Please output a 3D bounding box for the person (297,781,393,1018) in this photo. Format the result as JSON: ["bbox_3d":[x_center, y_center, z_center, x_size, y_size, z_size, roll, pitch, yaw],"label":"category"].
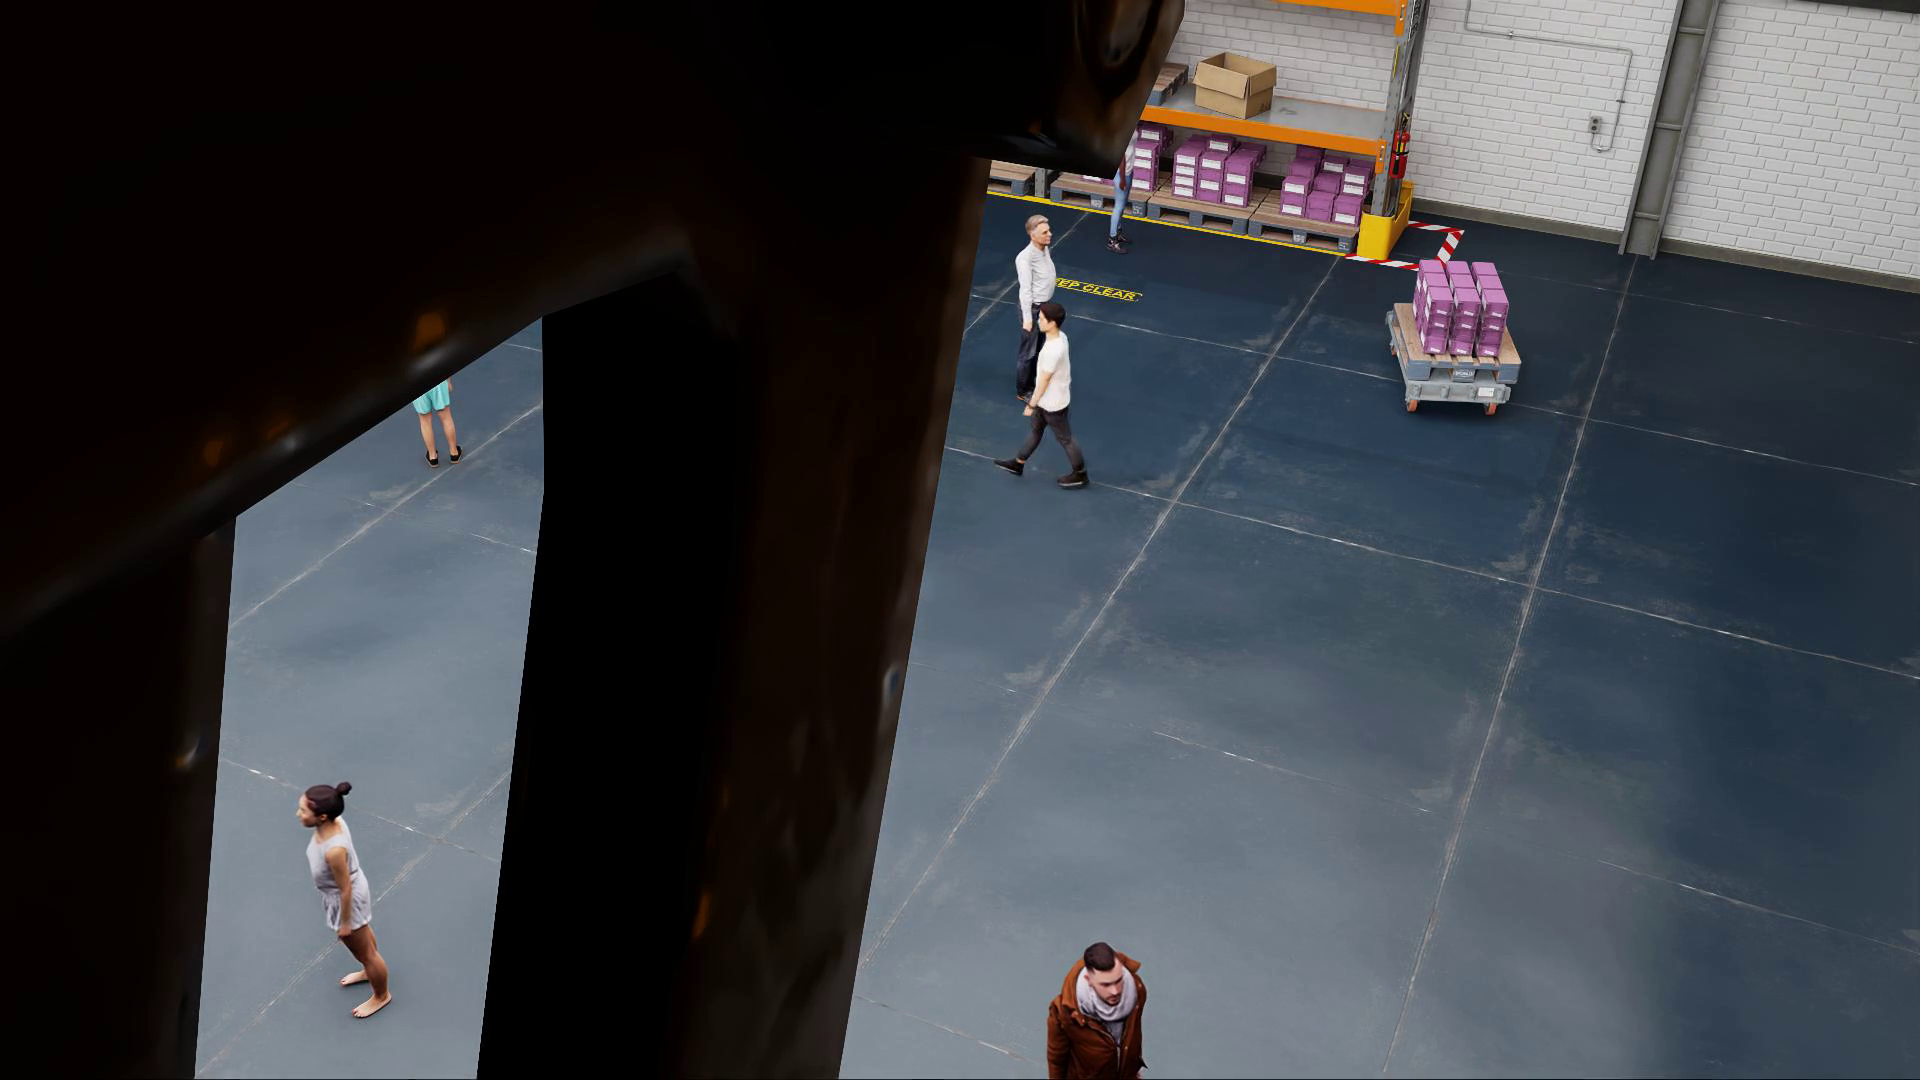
[{"bbox_3d":[-3.445,1.991,9.322,0.729,1.604,0.652,-17,37,-24],"label":"person"}]

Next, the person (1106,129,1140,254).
[{"bbox_3d":[1.800,-4.033,18.281,0.549,1.719,0.614,10,35,14],"label":"person"}]

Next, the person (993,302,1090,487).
[{"bbox_3d":[0.871,-1.191,14.039,1.159,1.681,0.895,2,34,2],"label":"person"}]

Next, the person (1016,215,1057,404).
[{"bbox_3d":[0.693,-2.153,15.362,0.536,1.820,0.644,15,36,21],"label":"person"}]

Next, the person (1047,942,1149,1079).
[{"bbox_3d":[0.656,2.646,8.125,0.849,1.839,0.889,-18,38,-25],"label":"person"}]
